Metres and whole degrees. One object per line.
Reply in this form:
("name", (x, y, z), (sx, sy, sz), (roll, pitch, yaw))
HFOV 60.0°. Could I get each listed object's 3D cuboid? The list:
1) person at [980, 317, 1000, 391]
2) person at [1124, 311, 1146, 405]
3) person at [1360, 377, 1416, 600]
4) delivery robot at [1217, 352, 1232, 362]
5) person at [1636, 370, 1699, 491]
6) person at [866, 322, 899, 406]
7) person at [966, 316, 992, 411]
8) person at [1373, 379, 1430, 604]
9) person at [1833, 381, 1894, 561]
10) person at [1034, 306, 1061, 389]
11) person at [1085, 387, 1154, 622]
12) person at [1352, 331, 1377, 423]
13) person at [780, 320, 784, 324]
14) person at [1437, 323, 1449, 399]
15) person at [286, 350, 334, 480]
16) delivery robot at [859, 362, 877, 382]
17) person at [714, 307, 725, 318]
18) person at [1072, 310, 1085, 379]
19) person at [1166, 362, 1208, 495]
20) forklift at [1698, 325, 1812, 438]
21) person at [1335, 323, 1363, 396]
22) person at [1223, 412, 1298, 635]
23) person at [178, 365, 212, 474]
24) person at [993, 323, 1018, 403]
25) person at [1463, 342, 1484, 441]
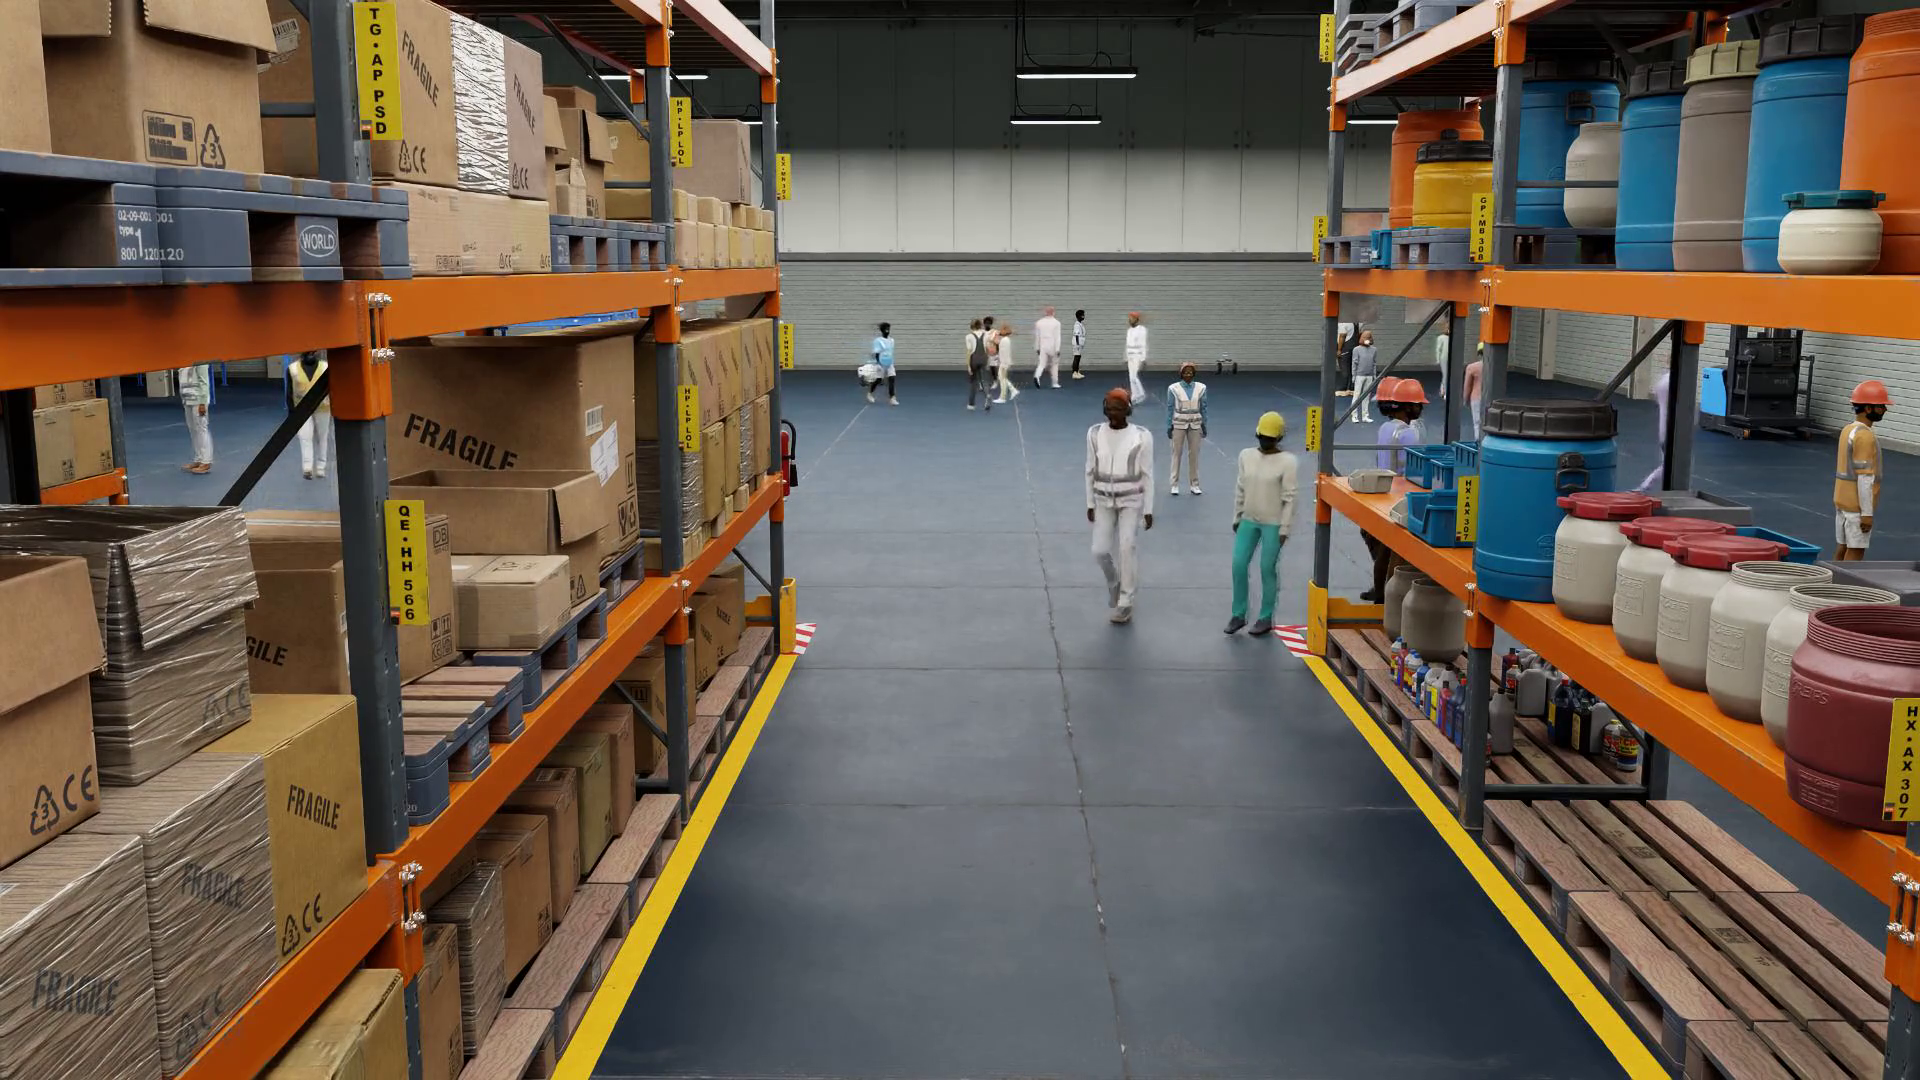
("person", (0.637, -4.165, 37.160), (0.566, 1.653, 0.870), (2, 10, 14))
("person", (3.485, -3.641, 33.356), (0.410, 1.870, 0.619), (-5, 11, -28))
("person", (3.531, -0.391, 13.756), (0.558, 1.912, 0.551), (0, 9, 1))
("delivery robot", (6.828, -4.712, 42.783), (0.335, 0.223, 0.698), (4, 10, 23))
("person", (8.101, -1.219, 18.836), (0.681, 1.908, 0.649), (-9, 13, -43))
("person", (-1.553, -3.551, 33.417), (0.534, 1.674, 0.769), (-9, 13, -42))
("person", (0.365, -3.395, 32.054), (0.519, 1.827, 0.801), (-4, 10, -21))
("person", (3.502, -0.306, 13.188), (0.371, 1.935, 0.551), (-2, 10, -9))
("person", (7.039, -0.277, 13.012), (0.355, 1.938, 0.545), (2, 10, 13))
("person", (1.982, -4.356, 37.658), (0.645, 1.875, 0.825), (6, 11, 30))
("person", (1.283, -0.290, 13.288), (0.598, 1.871, 0.473), (4, 10, 25))
("person", (7.233, -2.917, 29.732), (0.507, 1.631, 0.280), (-3, 10, -20))
("person", (-4.277, -4.395, 37.840), (0.594, 1.890, 0.919), (-1, 10, -6))
("person", (10.222, -3.773, 34.921), (0.504, 1.618, 0.565), (-2, 10, -10))
("person", (-8.512, -1.689, 21.890), (0.657, 1.791, 0.941), (-3, 10, -20))
("delivery robot", (-2.121, -3.921, 38.822), (0.477, 0.478, 0.707), (-4, 10, -20))
("person", (-5.025, -4.024, 35.556), (0.729, 1.890, 0.951), (-2, 10, -9))
("person", (2.931, -4.834, 41.055), (0.322, 1.689, 0.530), (2, 10, 14))
("person", (2.790, -1.377, 20.514), (0.512, 1.635, 0.312), (-1, 10, -8))
("forklift", (13.248, -3.165, 27.620), (1.129, 2.768, 1.873), (0, 9, 1))
("person", (8.303, -4.108, 35.777), (0.683, 2.000, 0.538), (-8, 12, -39))
("person", (2.259, -0.115, 12.659), (0.584, 1.724, 0.579), (8, 12, 40))
("person", (-10.405, -1.875, 22.616), (0.625, 1.945, 0.457), (9, 13, 43))
("person", (0.915, -3.596, 33.813), (0.421, 1.619, 0.522), (0, 9, 1))
("person", (7.519, -2.009, 23.943), (0.556, 1.737, 0.750), (2, 10, 9))
